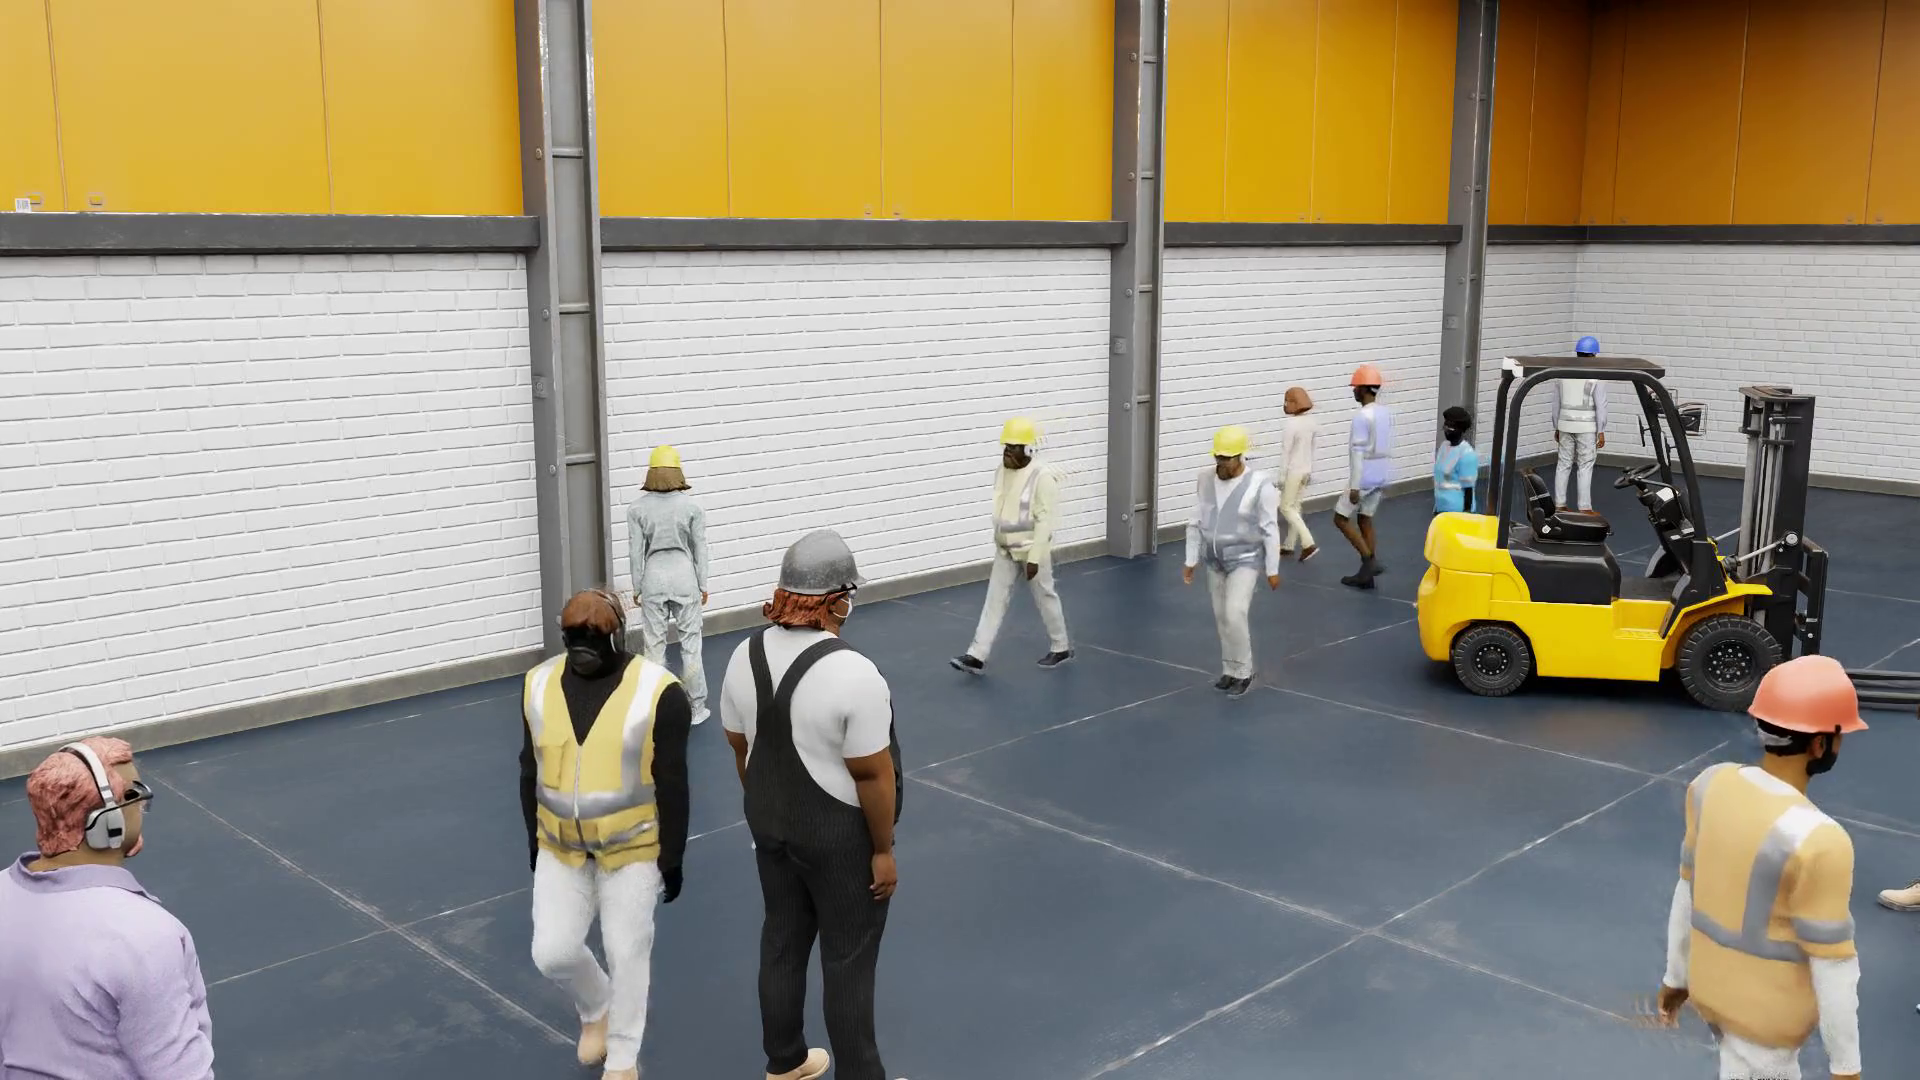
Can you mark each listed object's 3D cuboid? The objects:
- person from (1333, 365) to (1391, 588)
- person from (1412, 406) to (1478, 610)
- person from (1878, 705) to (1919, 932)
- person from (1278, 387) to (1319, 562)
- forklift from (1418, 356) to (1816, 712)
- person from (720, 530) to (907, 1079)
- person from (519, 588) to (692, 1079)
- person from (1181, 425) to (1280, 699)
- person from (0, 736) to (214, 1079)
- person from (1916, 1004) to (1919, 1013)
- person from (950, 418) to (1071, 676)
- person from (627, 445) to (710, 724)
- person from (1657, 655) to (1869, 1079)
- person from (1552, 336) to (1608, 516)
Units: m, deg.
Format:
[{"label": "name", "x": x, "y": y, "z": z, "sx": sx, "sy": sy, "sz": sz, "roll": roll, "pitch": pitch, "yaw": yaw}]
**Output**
[{"label": "person", "x": 3.425, "y": -0.529, "z": 14.157, "sx": 0.404, "sy": 1.918, "sz": 0.564, "roll": 9, "pitch": 14, "yaw": 39}, {"label": "person", "x": 4.034, "y": -0.255, "z": 13.348, "sx": 0.692, "sy": 1.665, "sz": 0.532, "roll": 0, "pitch": 10, "yaw": -2}, {"label": "person", "x": 4.305, "y": 0.702, "z": 7.135, "sx": 0.392, "sy": 2.035, "sz": 0.605, "roll": 0, "pitch": 10, "yaw": 2}, {"label": "person", "x": 3.125, "y": -0.606, "z": 15.407, "sx": 0.526, "sy": 1.628, "sz": 0.512, "roll": 10, "pitch": 14, "yaw": 43}, {"label": "forklift", "x": 4.276, "y": -0.101, "z": 11.076, "sx": 2.313, "sy": 2.155, "sz": 1.214, "roll": 2, "pitch": 11, "yaw": 13}, {"label": "person", "x": -0.447, "y": 0.963, "z": 5.695, "sx": 0.683, "sy": 2.000, "sz": 0.538, "roll": 8, "pitch": 13, "yaw": 37}, {"label": "person", "x": -1.234, "y": 1.059, "z": 5.757, "sx": 0.643, "sy": 1.824, "sz": 0.439, "roll": 2, "pitch": 11, "yaw": 10}, {"label": "person", "x": 1.754, "y": 0.142, "z": 10.832, "sx": 0.599, "sy": 1.804, "sz": 0.541, "roll": 10, "pitch": 15, "yaw": 44}, {"label": "person", "x": -1.905, "y": 1.378, "z": 3.797, "sx": 0.642, "sy": 1.909, "sz": 0.409, "roll": 5, "pitch": 12, "yaw": 26}, {"label": "person", "x": 4.133, "y": 1.040, "z": 6.513, "sx": 0.881, "sy": 1.597, "sz": 0.508, "roll": -3, "pitch": 11, "yaw": -15}, {"label": "person", "x": 0.395, "y": 0.052, "z": 11.381, "sx": 0.971, "sy": 1.775, "sz": 0.628, "roll": -8, "pitch": 13, "yaw": -38}, {"label": "person", "x": -1.784, "y": 0.283, "z": 10.237, "sx": 0.483, "sy": 1.736, "sz": 0.312, "roll": -1, "pitch": 10, "yaw": -6}, {"label": "person", "x": 2.262, "y": 1.243, "z": 4.498, "sx": 0.763, "sy": 1.912, "sz": 0.584, "roll": -1, "pitch": 10, "yaw": -8}, {"label": "person", "x": 6.584, "y": -1.185, "z": 17.658, "sx": 0.406, "sy": 1.945, "sz": 0.615, "roll": -8, "pitch": 13, "yaw": -35}]
